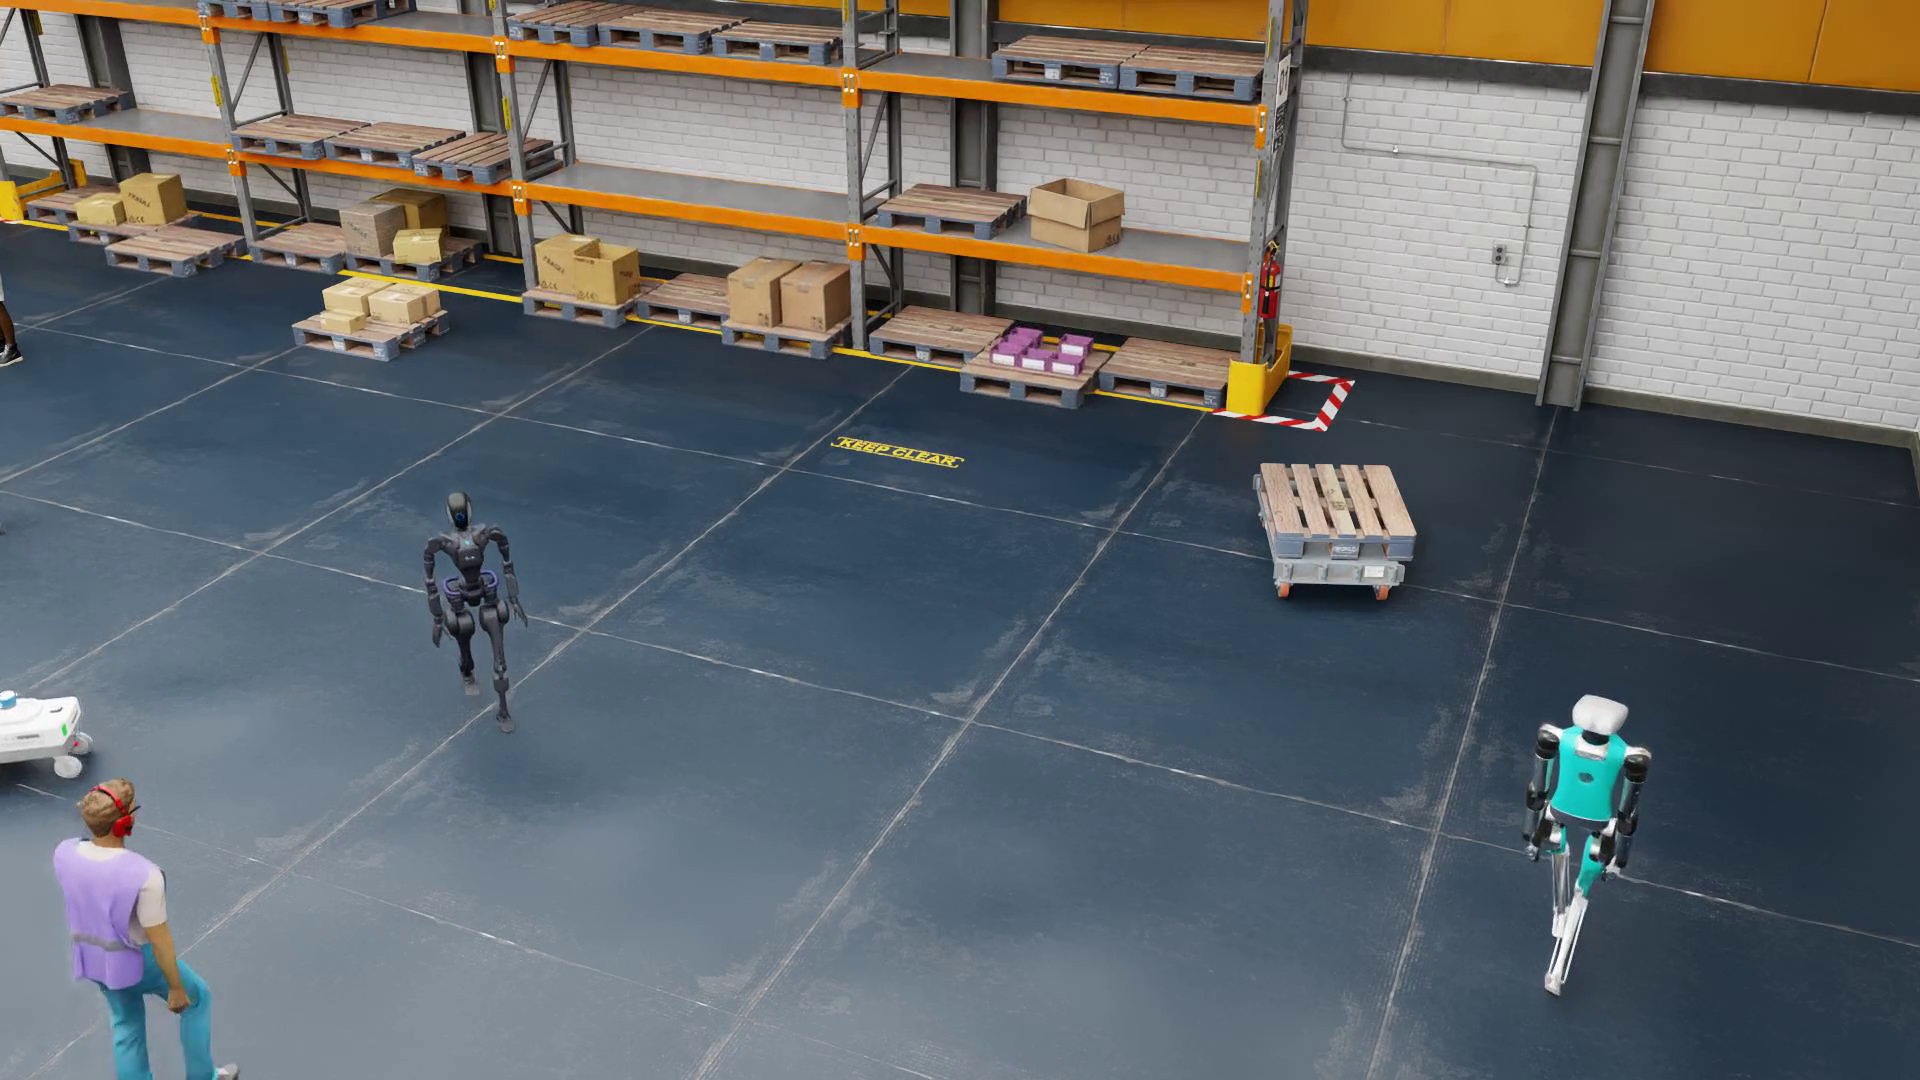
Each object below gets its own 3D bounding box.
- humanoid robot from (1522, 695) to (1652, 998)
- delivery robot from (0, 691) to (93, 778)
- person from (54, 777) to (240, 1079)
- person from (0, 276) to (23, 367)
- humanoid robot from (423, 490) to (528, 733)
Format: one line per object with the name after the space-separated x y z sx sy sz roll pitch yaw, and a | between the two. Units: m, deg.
3.173 1.458 8.501 0.530 1.730 1.017 14 30 24 | humanoid robot
-5.846 1.222 10.271 0.807 0.613 0.499 -6 28 -11 | delivery robot
-3.718 1.877 7.599 0.593 1.818 0.634 8 28 15 | person
-9.608 -2.673 16.266 0.607 1.965 0.365 23 35 37 | person
-3.116 0.396 10.678 0.598 1.638 0.749 -12 30 -23 | humanoid robot
